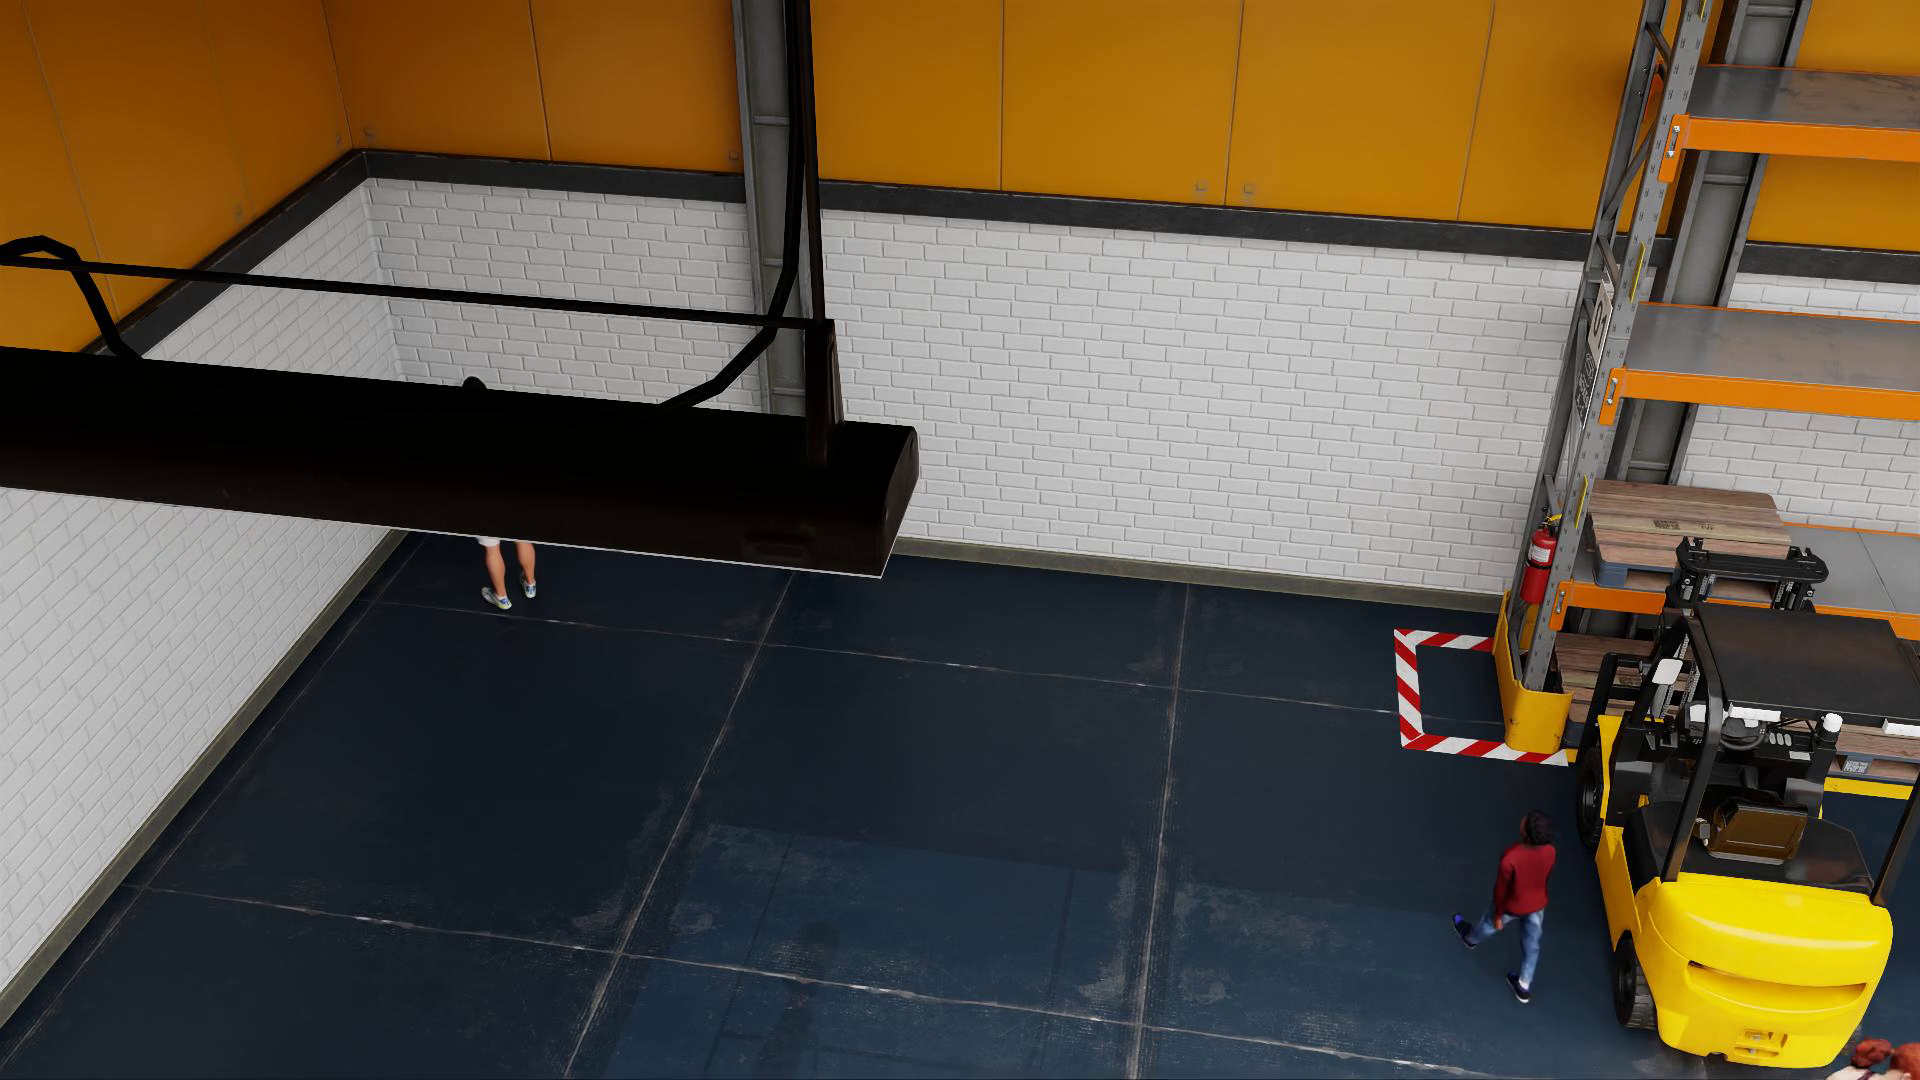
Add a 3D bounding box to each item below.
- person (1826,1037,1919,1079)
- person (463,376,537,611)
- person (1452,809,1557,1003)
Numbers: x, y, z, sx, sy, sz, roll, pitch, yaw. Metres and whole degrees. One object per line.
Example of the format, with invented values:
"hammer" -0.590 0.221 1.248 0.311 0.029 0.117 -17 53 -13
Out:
"person" 3.822 2.775 7.417 0.538 1.761 0.853 22 39 29
"person" -3.365 -0.339 12.007 0.763 1.855 0.806 -24 40 -31
"person" 3.083 2.005 9.043 0.847 1.233 0.772 -7 34 -11
